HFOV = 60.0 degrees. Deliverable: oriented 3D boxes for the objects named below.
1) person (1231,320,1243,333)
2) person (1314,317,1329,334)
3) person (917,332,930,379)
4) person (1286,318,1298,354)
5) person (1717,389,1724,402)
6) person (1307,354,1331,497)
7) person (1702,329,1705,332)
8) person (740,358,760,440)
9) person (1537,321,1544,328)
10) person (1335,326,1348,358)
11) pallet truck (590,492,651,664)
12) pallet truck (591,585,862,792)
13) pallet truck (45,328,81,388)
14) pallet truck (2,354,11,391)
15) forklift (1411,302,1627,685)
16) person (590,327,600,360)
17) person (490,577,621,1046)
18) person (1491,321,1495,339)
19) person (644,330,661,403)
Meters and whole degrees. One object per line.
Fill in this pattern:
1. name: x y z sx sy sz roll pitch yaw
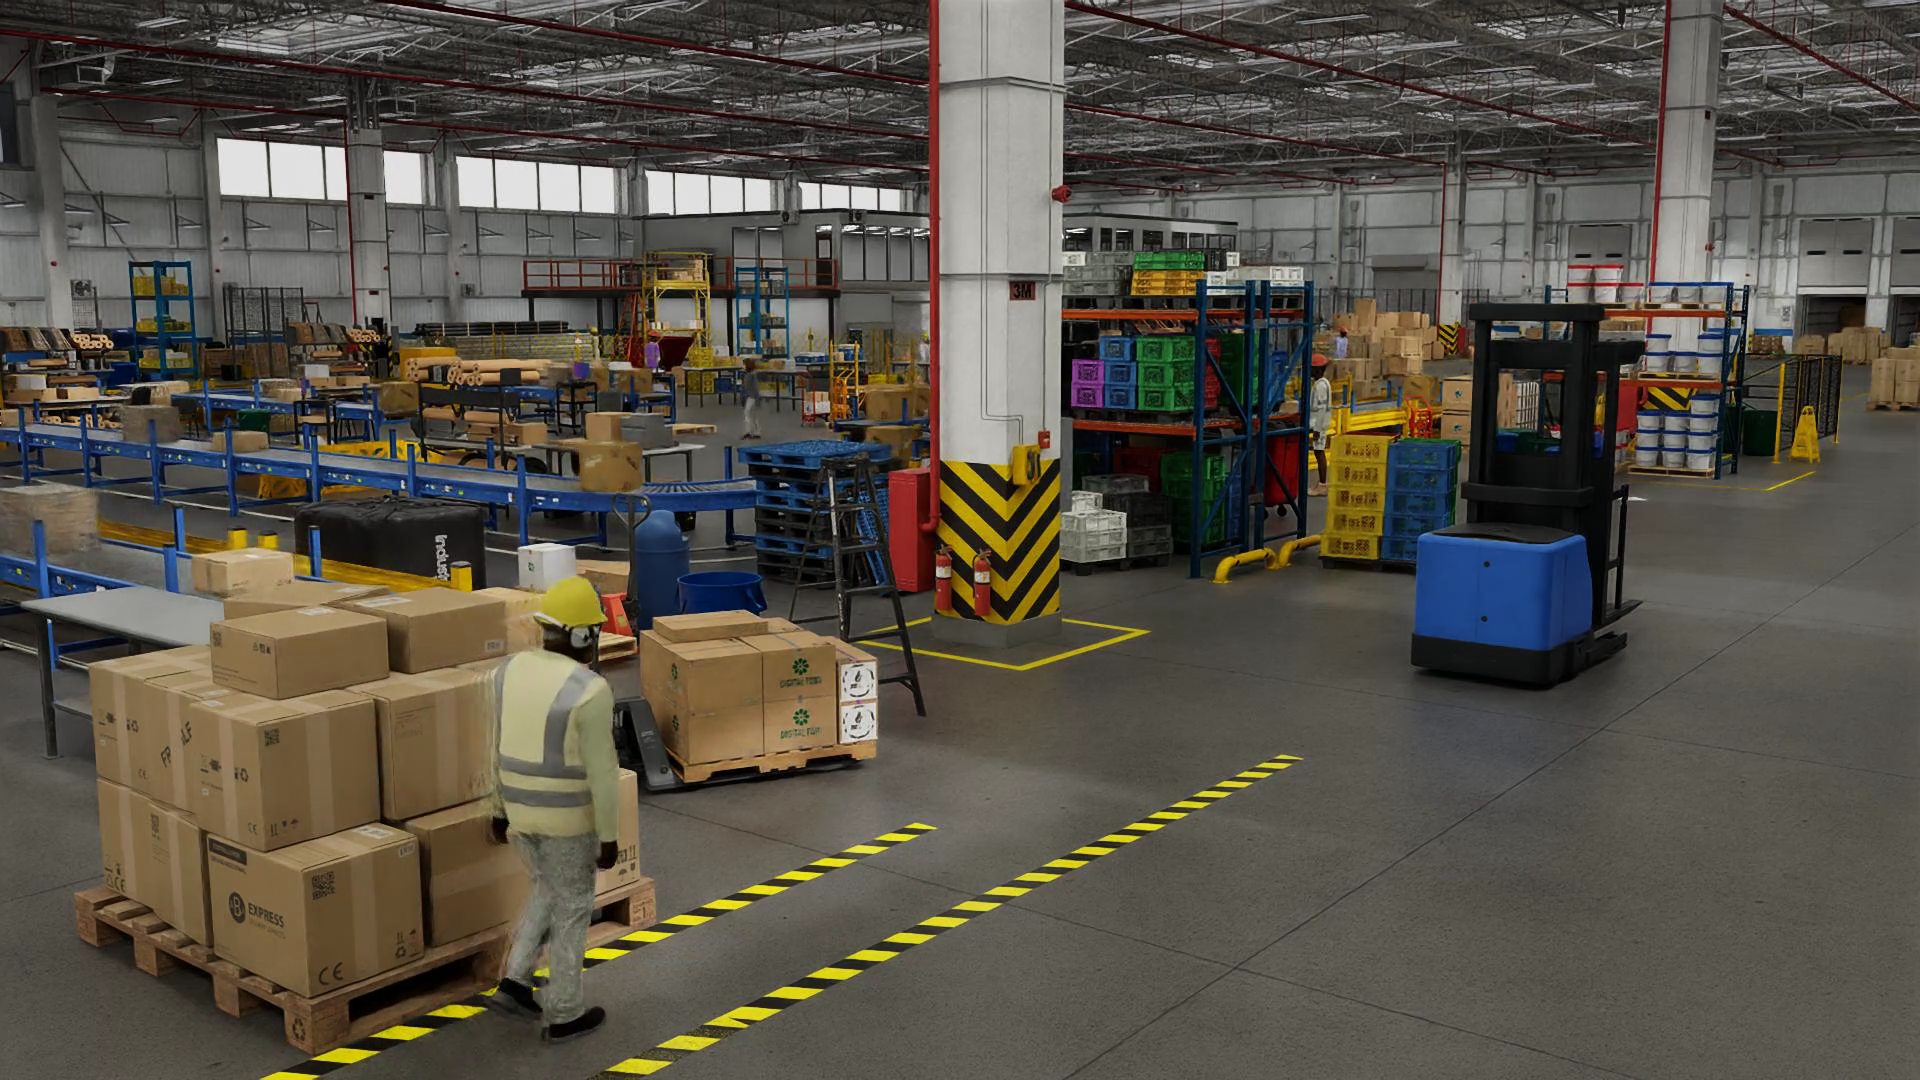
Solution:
1. person: 10.233 -7.121 61.148 0.574 1.916 0.718 -5 10 -29
2. person: 15.207 -8.402 69.849 0.597 1.896 0.682 5 10 30
3. person: -0.928 -4.979 47.111 0.907 1.783 0.609 3 9 22
4. person: 15.969 -9.880 80.095 0.594 1.807 0.553 -3 9 -21
5. person: 16.318 -3.352 35.964 0.654 1.847 1.020 -2 9 -15
6. person: 5.081 -1.631 23.701 0.393 2.041 0.614 2 9 14
7. person: 24.641 -6.393 55.812 0.537 2.000 0.674 -2 9 -13
8. person: -4.214 -2.782 32.878 0.602 1.610 0.537 -4 9 -25
9. person: 27.430 -9.675 78.630 0.519 1.842 0.838 -4 9 -25
10. person: 11.781 -5.632 51.229 0.552 1.886 1.006 -5 10 -31
11. pallet truck: -3.115 0.344 12.883 0.653 1.274 1.630 7 11 37
12. pallet truck: -1.426 0.805 10.019 1.601 1.201 0.680 -4 9 -26
13. pallet truck: -23.775 -4.544 43.495 1.885 1.965 0.823 6 10 35
14. pallet truck: -24.881 -4.417 42.634 1.885 1.965 0.823 8 11 41
15. forklift: 4.379 -0.438 12.852 1.129 2.768 1.873 7 11 37
16. person: -12.425 -6.366 56.630 0.296 1.744 0.484 -1 8 -4
17. person: -1.544 1.045 6.444 0.619 1.810 0.446 6 10 34
18. person: 20.028 -7.367 62.900 0.352 1.884 0.580 -3 9 -22
19. person: -8.038 -4.546 43.725 0.543 1.933 0.364 7 11 39
